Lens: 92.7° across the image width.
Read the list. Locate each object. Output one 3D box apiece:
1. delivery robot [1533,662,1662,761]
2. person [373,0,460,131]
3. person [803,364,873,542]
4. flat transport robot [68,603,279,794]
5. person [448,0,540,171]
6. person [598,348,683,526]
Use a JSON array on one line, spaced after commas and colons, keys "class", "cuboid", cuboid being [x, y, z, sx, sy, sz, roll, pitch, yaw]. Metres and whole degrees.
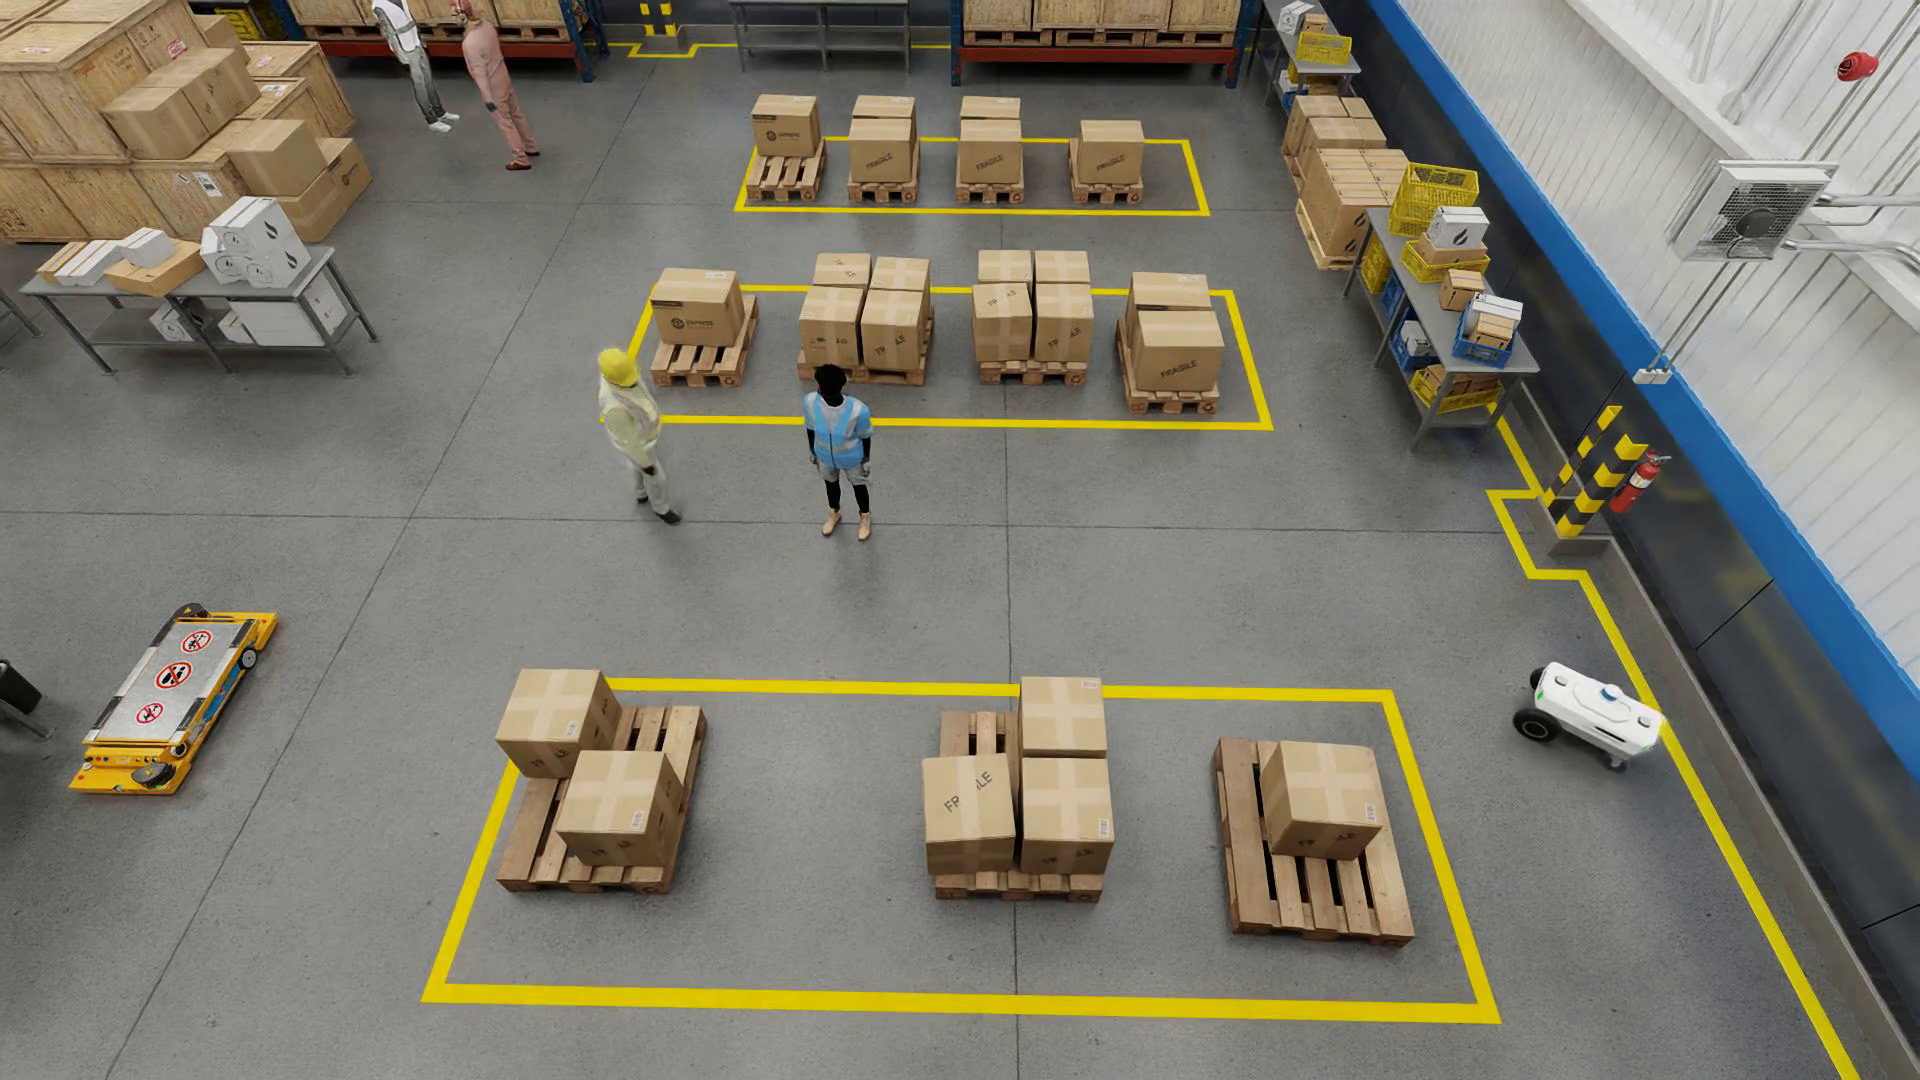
[{"class": "delivery robot", "cuboid": [4.254, 1.134, 6.146, 0.707, 0.478, 0.477, 30, 56, 23]}, {"class": "person", "cuboid": [-6.899, -6.154, 11.494, 0.391, 1.910, 0.582, 3, 50, 3]}, {"class": "person", "cuboid": [-0.909, -0.646, 6.968, 0.532, 1.696, 0.319, 10, 50, 8]}, {"class": "flat transport robot", "cuboid": [-5.504, 1.072, 6.442, 0.652, 0.197, 1.431, 1, 50, 1]}, {"class": "person", "cuboid": [-5.522, -5.362, 10.832, 0.396, 1.901, 0.650, 2, 50, 2]}, {"class": "person", "cuboid": [-2.491, -0.826, 7.069, 0.440, 1.782, 0.702, -9, 50, -7]}]
